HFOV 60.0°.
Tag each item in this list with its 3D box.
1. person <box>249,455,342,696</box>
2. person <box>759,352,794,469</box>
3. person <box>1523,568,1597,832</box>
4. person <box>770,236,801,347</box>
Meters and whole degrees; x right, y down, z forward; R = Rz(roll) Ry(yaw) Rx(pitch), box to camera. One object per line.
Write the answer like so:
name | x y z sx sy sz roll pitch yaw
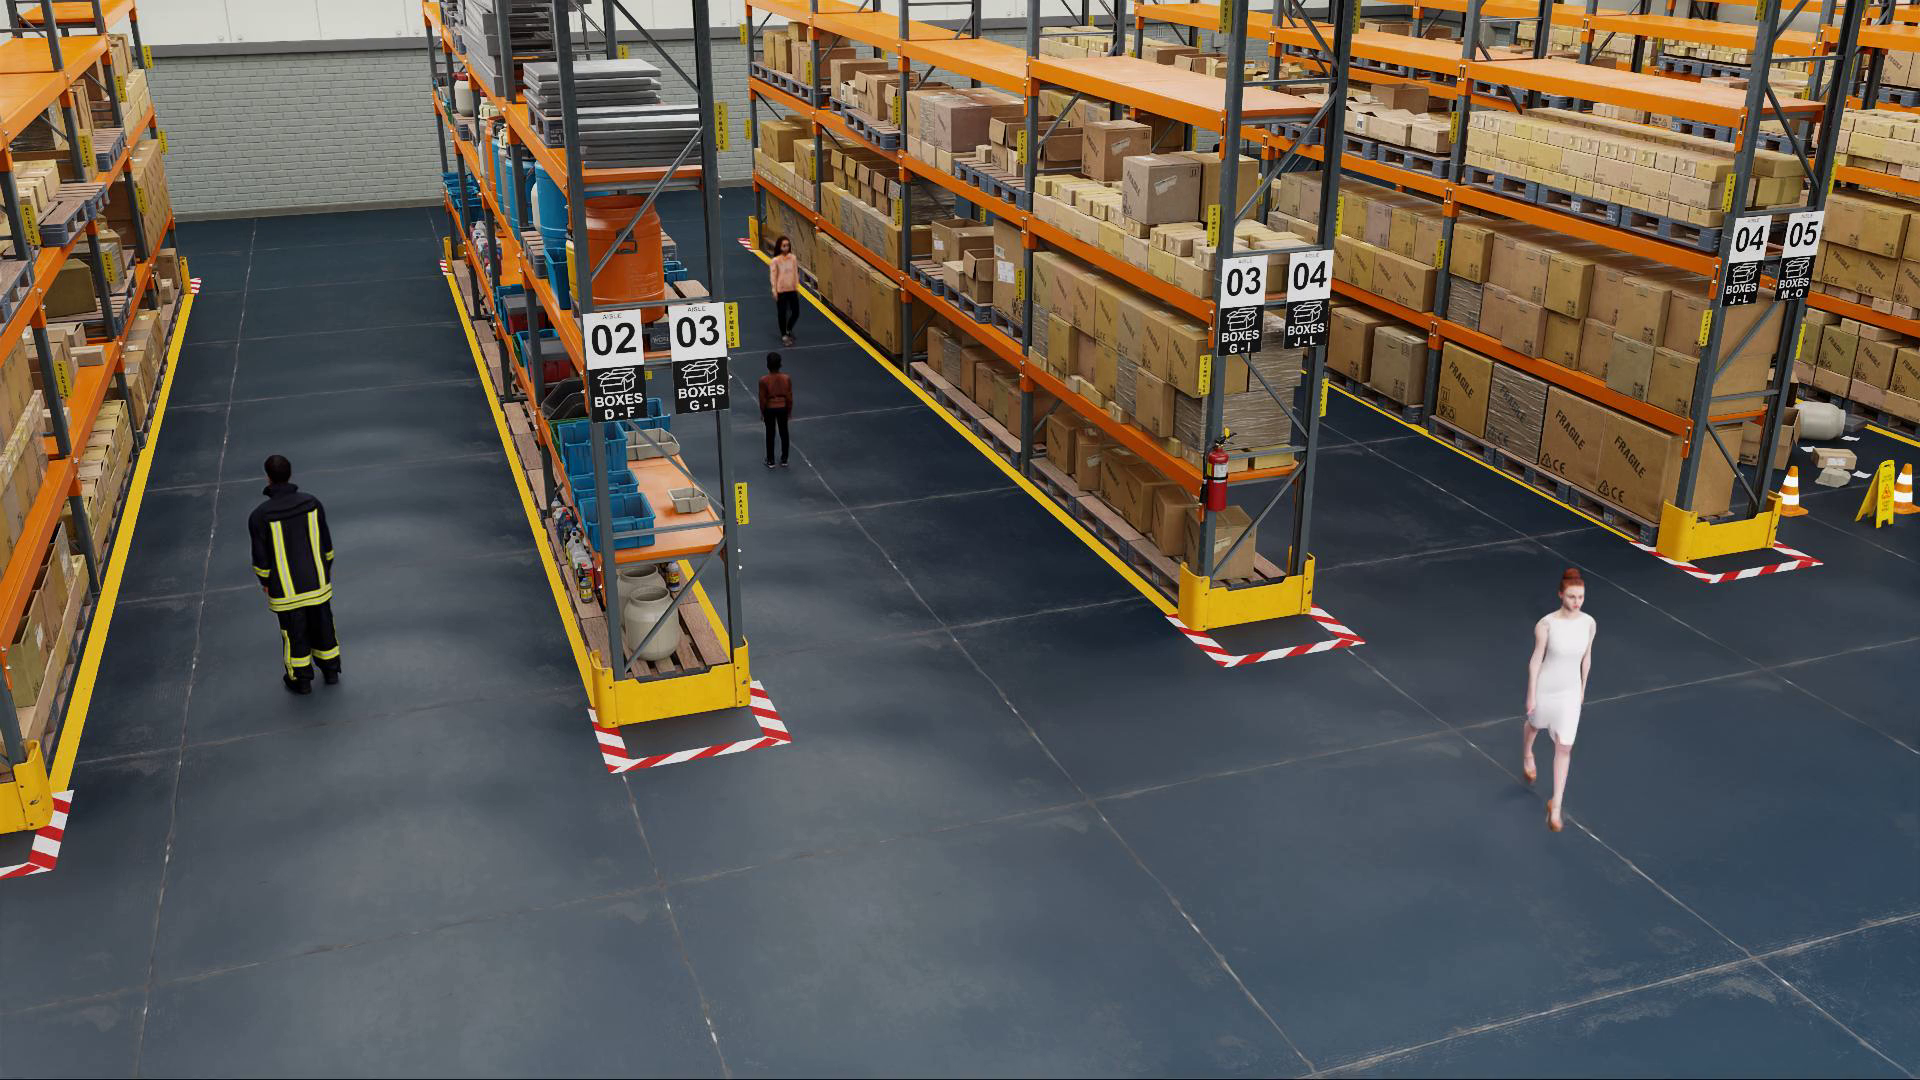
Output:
person | -5.137 0.255 12.878 0.874 1.928 0.832 -20 29 -39
person | -1.976 -1.398 17.811 0.507 1.253 0.454 -8 24 -19
person | 3.994 1.018 11.261 0.885 1.739 1.188 1 22 3
person | -2.361 -3.347 22.275 0.632 1.481 0.603 -14 26 -30
